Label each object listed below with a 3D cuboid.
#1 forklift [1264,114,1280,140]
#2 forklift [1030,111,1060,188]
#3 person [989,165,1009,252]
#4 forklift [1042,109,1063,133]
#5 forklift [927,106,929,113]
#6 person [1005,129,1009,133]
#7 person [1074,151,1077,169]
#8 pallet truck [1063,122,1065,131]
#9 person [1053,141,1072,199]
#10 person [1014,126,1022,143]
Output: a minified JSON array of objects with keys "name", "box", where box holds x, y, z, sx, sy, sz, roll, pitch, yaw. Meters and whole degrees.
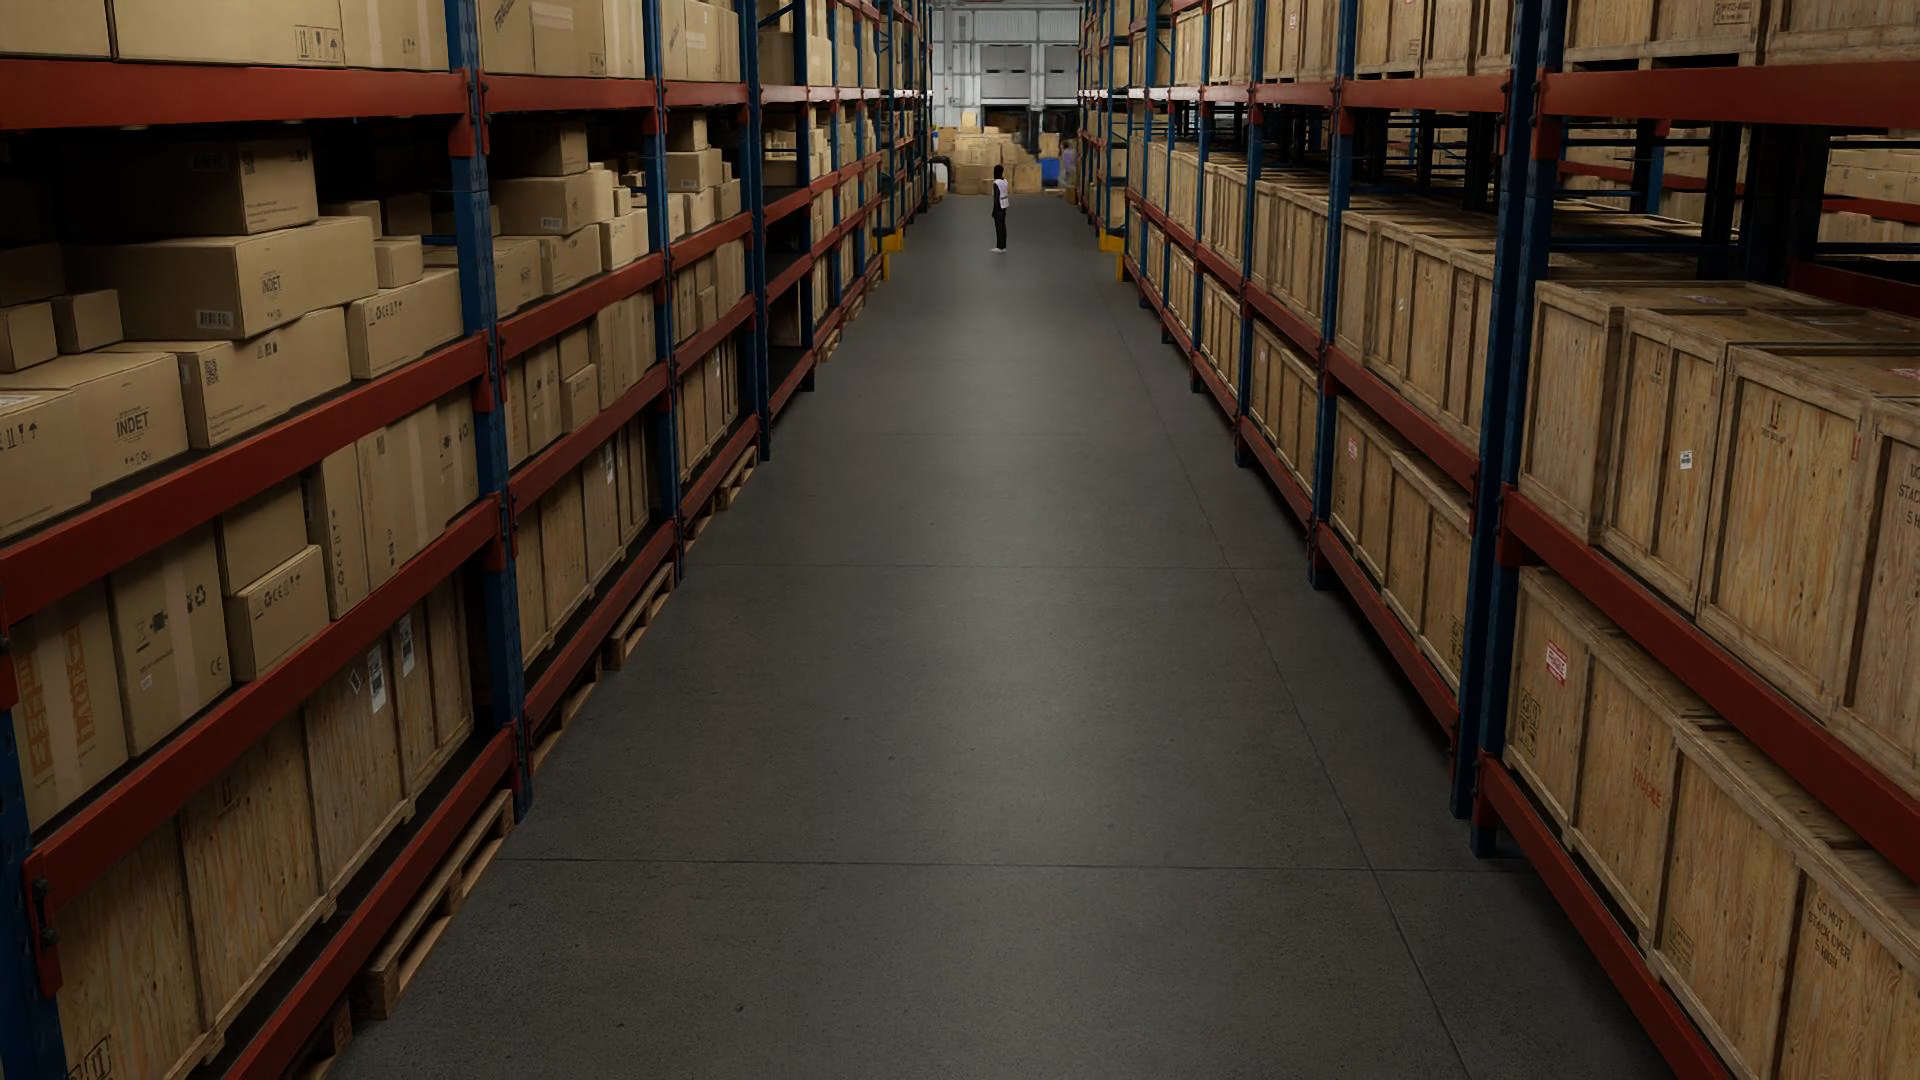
[{"name":"forklift","box":[11.027,-14.002,59.888,1.129,2.768,1.873,0,15,2]},{"name":"forklift","box":[2.817,-14.645,62.280,1.873,2.768,1.129,0,15,1]},{"name":"person","box":[0.888,-7.413,37.200,0.392,1.919,0.591,6,16,21]},{"name":"forklift","box":[3.875,-16.728,70.032,1.129,2.768,1.873,-11,19,-36]},{"name":"forklift","box":[-2.016,-20.522,84.149,1.129,2.768,1.873,0,15,2]},{"name":"person","box":[2.590,-21.576,90.508,0.512,1.594,0.864,13,20,40]},{"name":"person","box":[3.957,-12.327,56.073,0.749,1.600,0.526,10,18,32]},{"name":"pallet truck","box":[5.788,-21.111,88.014,1.885,1.965,0.823,5,16,18]},{"name":"person","box":[3.441,-12.423,55.838,0.795,1.913,0.661,2,15,8]},{"name":"person","box":[2.749,-19.500,82.225,0.995,1.884,0.654,-8,17,-28]}]
